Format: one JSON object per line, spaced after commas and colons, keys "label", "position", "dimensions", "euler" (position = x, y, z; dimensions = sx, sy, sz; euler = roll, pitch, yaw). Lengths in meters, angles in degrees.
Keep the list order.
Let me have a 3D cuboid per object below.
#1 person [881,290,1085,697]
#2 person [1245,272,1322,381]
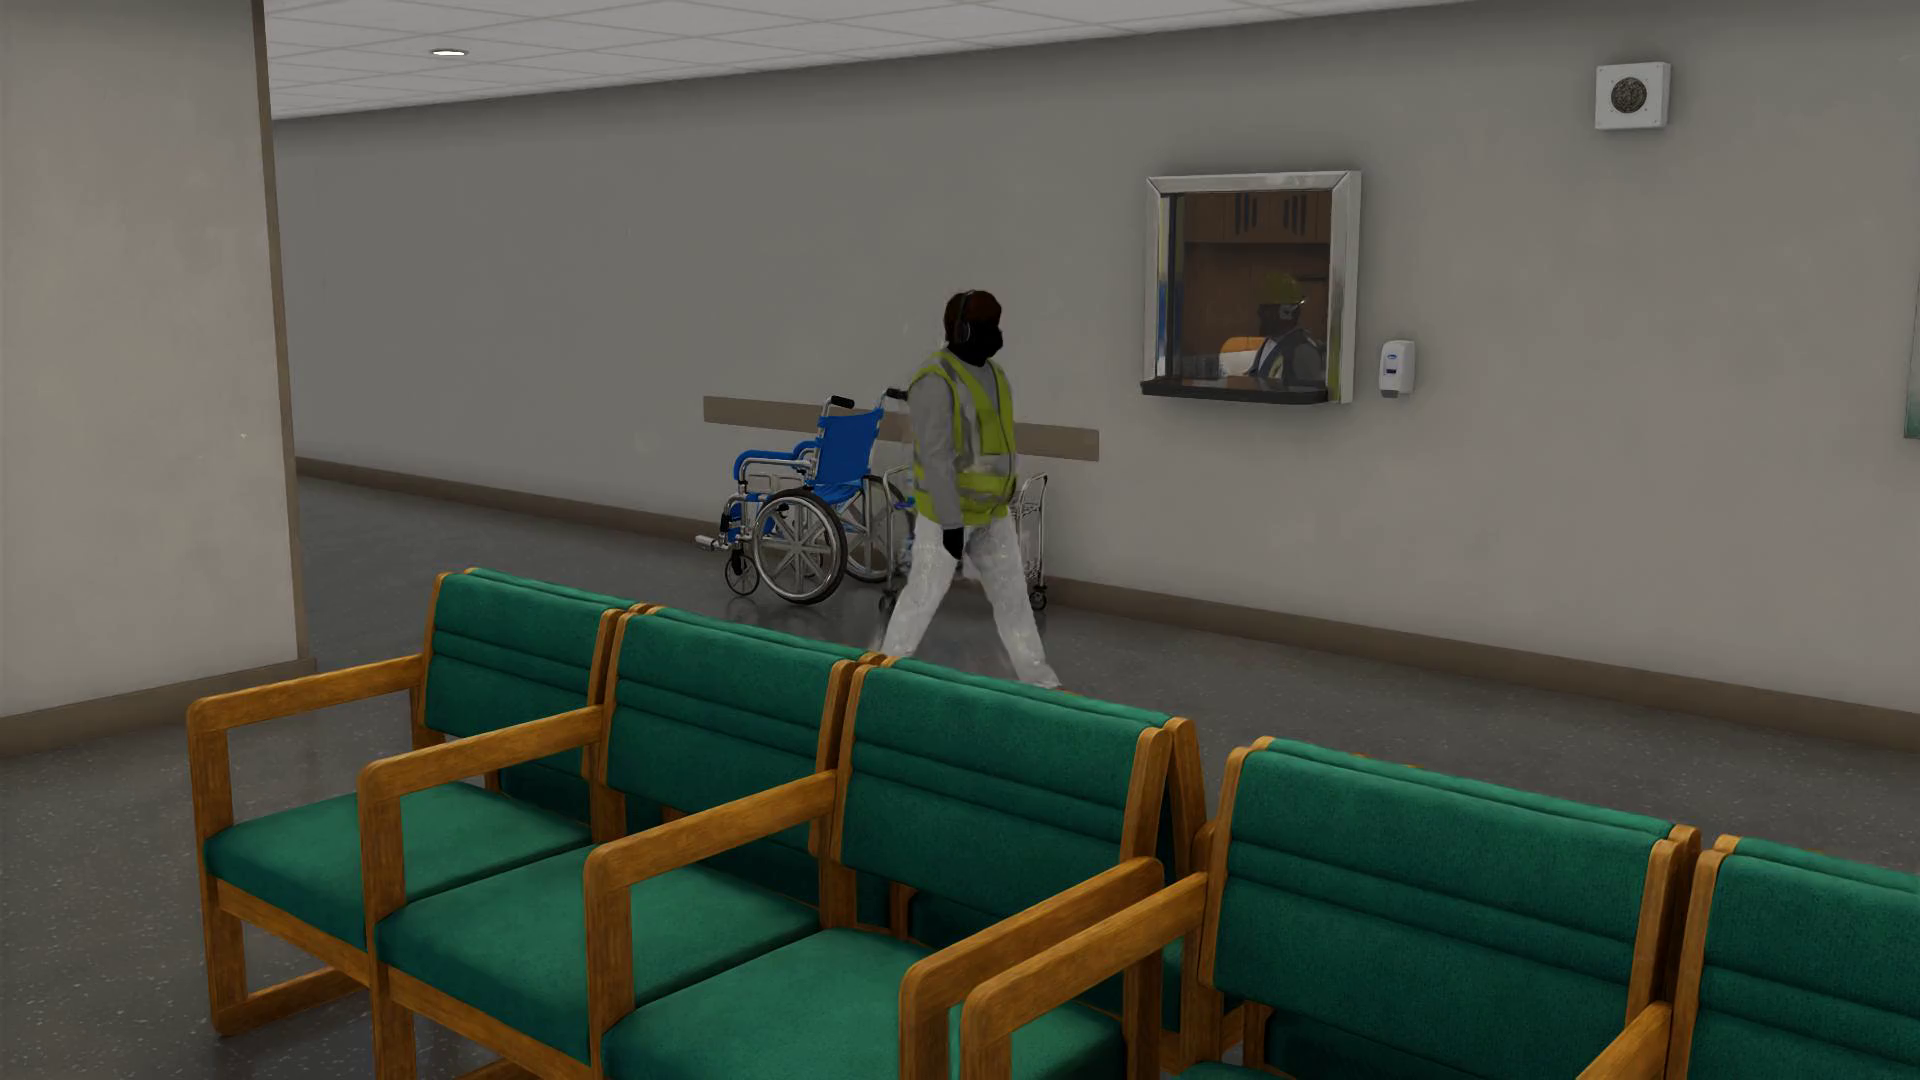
{"label": "person", "position": [0.036, -0.138, 6.927], "dimensions": [0.979, 1.789, 0.652], "euler": [6, 12, 32]}
{"label": "person", "position": [1.725, -0.528, 9.013], "dimensions": [0.404, 1.829, 0.600], "euler": [-2, 10, -11]}
